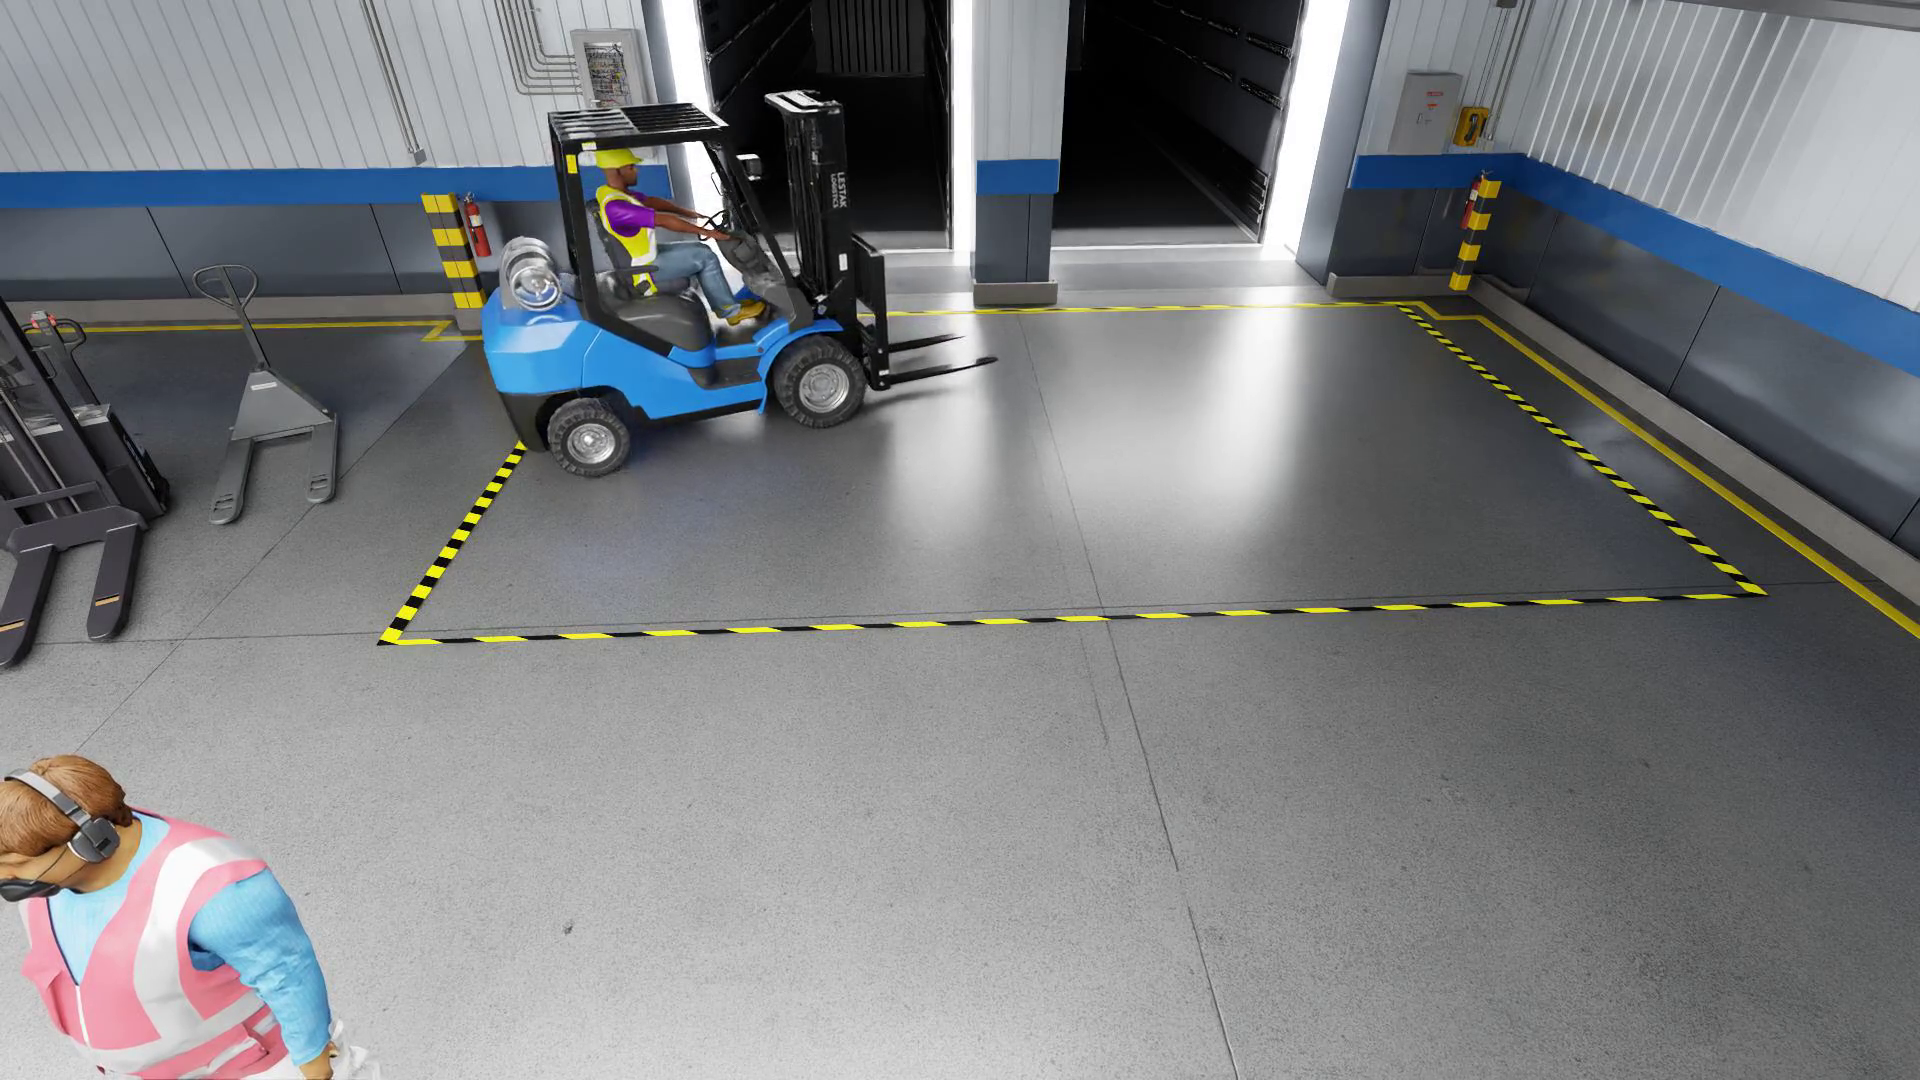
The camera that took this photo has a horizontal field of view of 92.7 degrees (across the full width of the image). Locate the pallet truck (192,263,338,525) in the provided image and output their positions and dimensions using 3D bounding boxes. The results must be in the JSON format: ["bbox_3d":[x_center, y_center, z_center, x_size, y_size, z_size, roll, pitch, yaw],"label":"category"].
[{"bbox_3d":[-4.778,-1.027,6.128,0.680,1.201,1.601,-17,38,-23],"label":"pallet truck"}]

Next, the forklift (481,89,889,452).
[{"bbox_3d":[-1.987,-1.936,6.461,2.680,2.036,1.157,-15,37,-20],"label":"forklift"}]

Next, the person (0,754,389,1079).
[{"bbox_3d":[-1.888,1.233,2.353,0.620,1.845,0.430,8,36,11],"label":"person"}]

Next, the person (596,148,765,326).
[{"bbox_3d":[-1.929,-2.100,6.369,1.002,1.294,0.635,-15,37,-20],"label":"person"}]

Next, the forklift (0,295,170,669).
[{"bbox_3d":[-5.212,-0.618,4.878,0.823,1.965,1.885,-20,39,-26],"label":"forklift"}]
